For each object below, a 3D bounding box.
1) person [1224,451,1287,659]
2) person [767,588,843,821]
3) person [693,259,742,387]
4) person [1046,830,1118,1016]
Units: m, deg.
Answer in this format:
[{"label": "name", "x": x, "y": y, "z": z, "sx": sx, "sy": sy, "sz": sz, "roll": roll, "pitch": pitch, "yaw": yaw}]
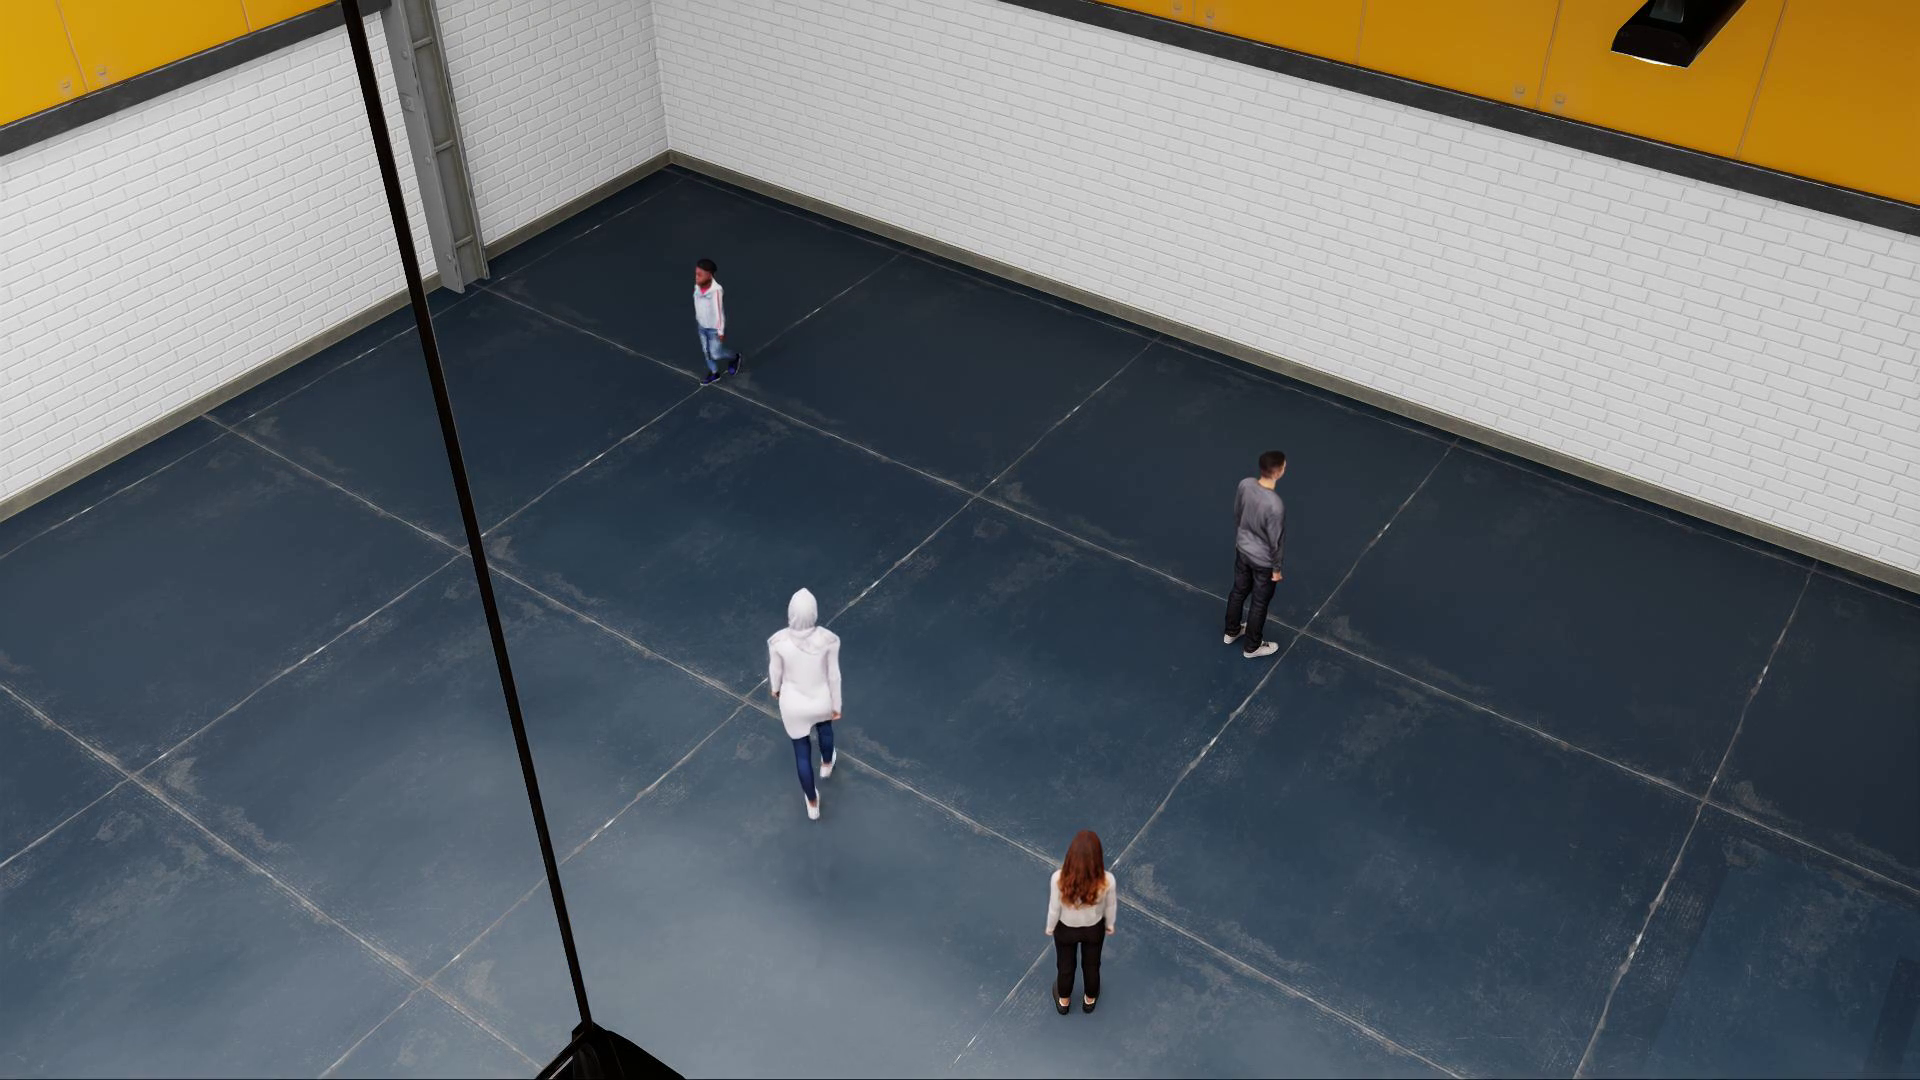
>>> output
[{"label": "person", "x": 2.147, "y": 0.093, "z": 11.983, "sx": 0.650, "sy": 1.762, "sz": 0.687, "roll": -23, "pitch": 44, "yaw": -26}, {"label": "person", "x": -0.986, "y": 1.111, "z": 10.713, "sx": 0.897, "sy": 1.756, "sz": 0.967, "roll": -5, "pitch": 39, "yaw": -6}, {"label": "person", "x": -2.198, "y": -1.981, "z": 14.989, "sx": 0.514, "sy": 1.250, "sz": 0.656, "roll": 29, "pitch": 47, "yaw": 31}, {"label": "person", "x": 0.692, "y": 2.212, "z": 9.551, "sx": 0.624, "sy": 1.485, "sz": 0.654, "roll": 0, "pitch": 39, "yaw": 0}]
